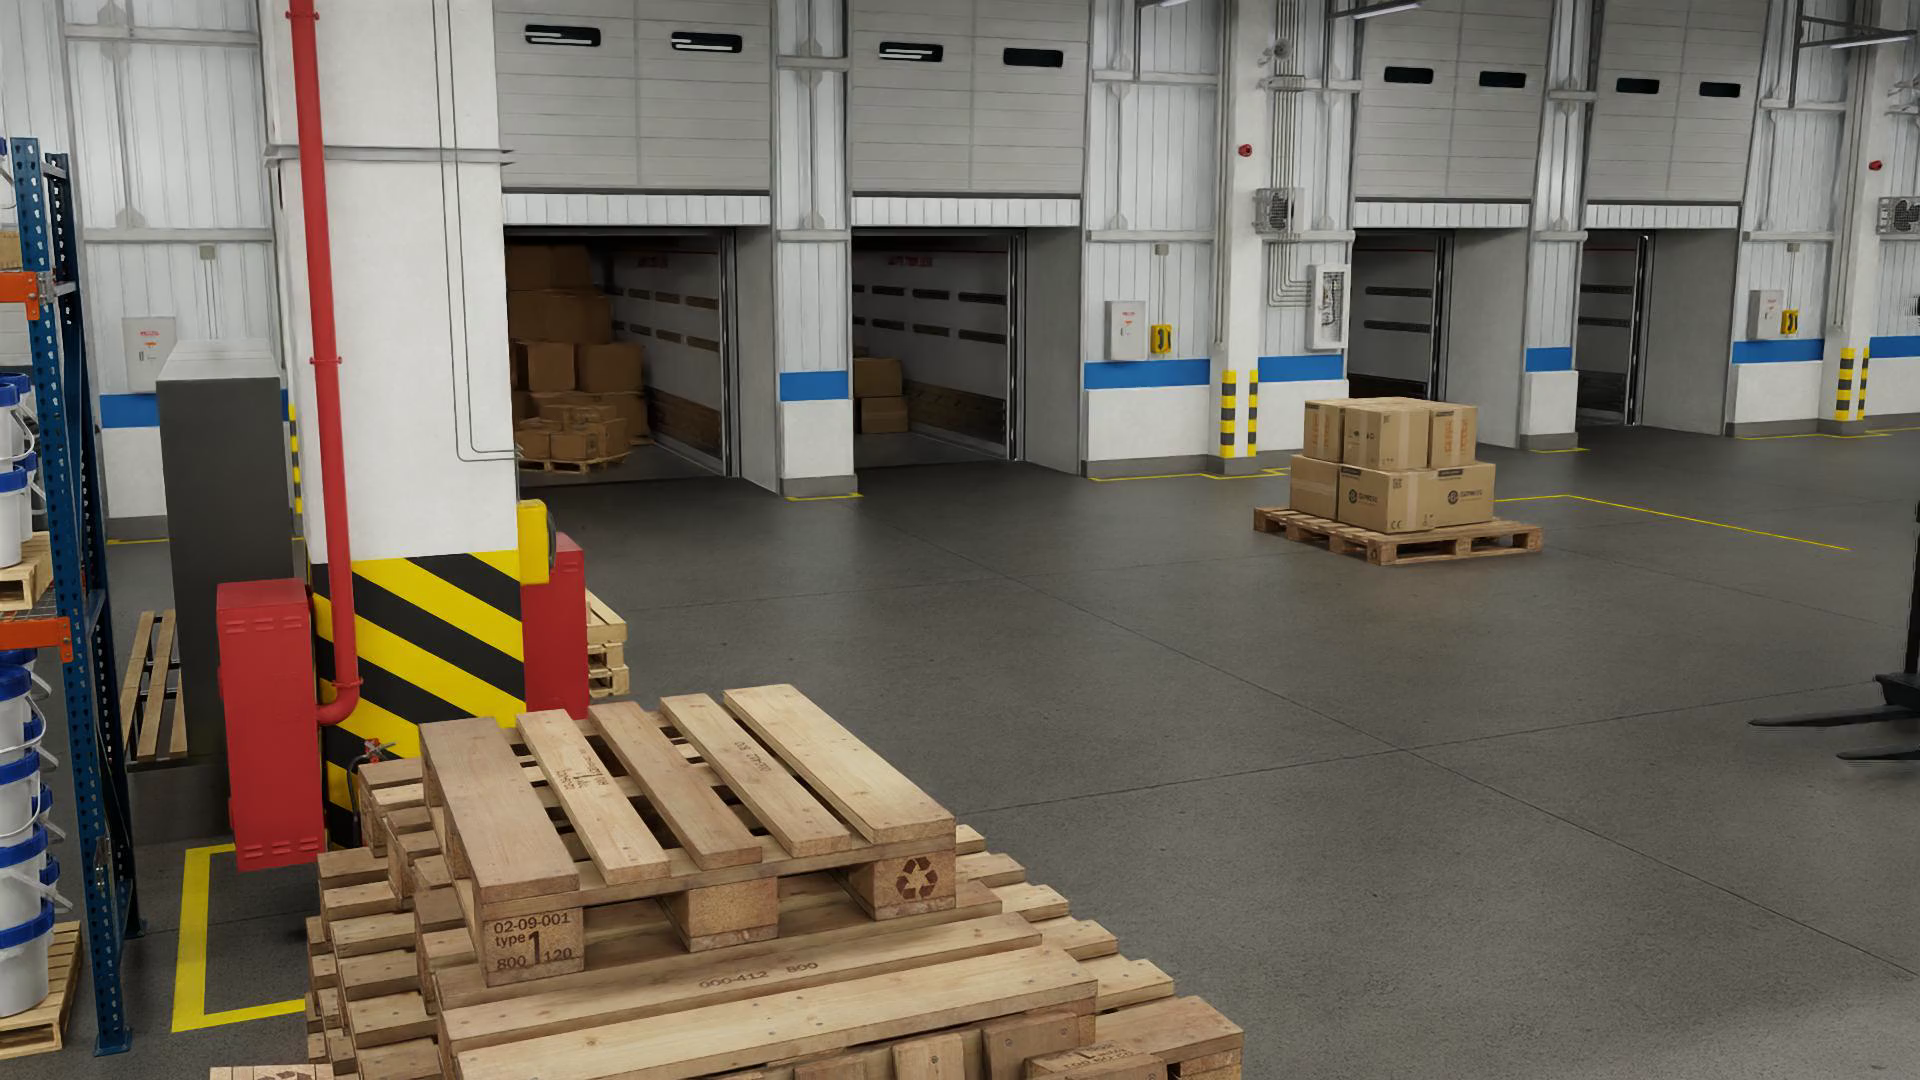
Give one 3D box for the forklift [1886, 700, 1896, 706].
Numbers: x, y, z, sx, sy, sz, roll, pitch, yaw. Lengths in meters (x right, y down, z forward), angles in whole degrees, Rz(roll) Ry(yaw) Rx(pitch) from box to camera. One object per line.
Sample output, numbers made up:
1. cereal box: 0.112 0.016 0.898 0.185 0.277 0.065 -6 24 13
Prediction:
1. forklift: 6.358 -0.334 9.026 1.873 2.768 1.129 -3 11 -16
